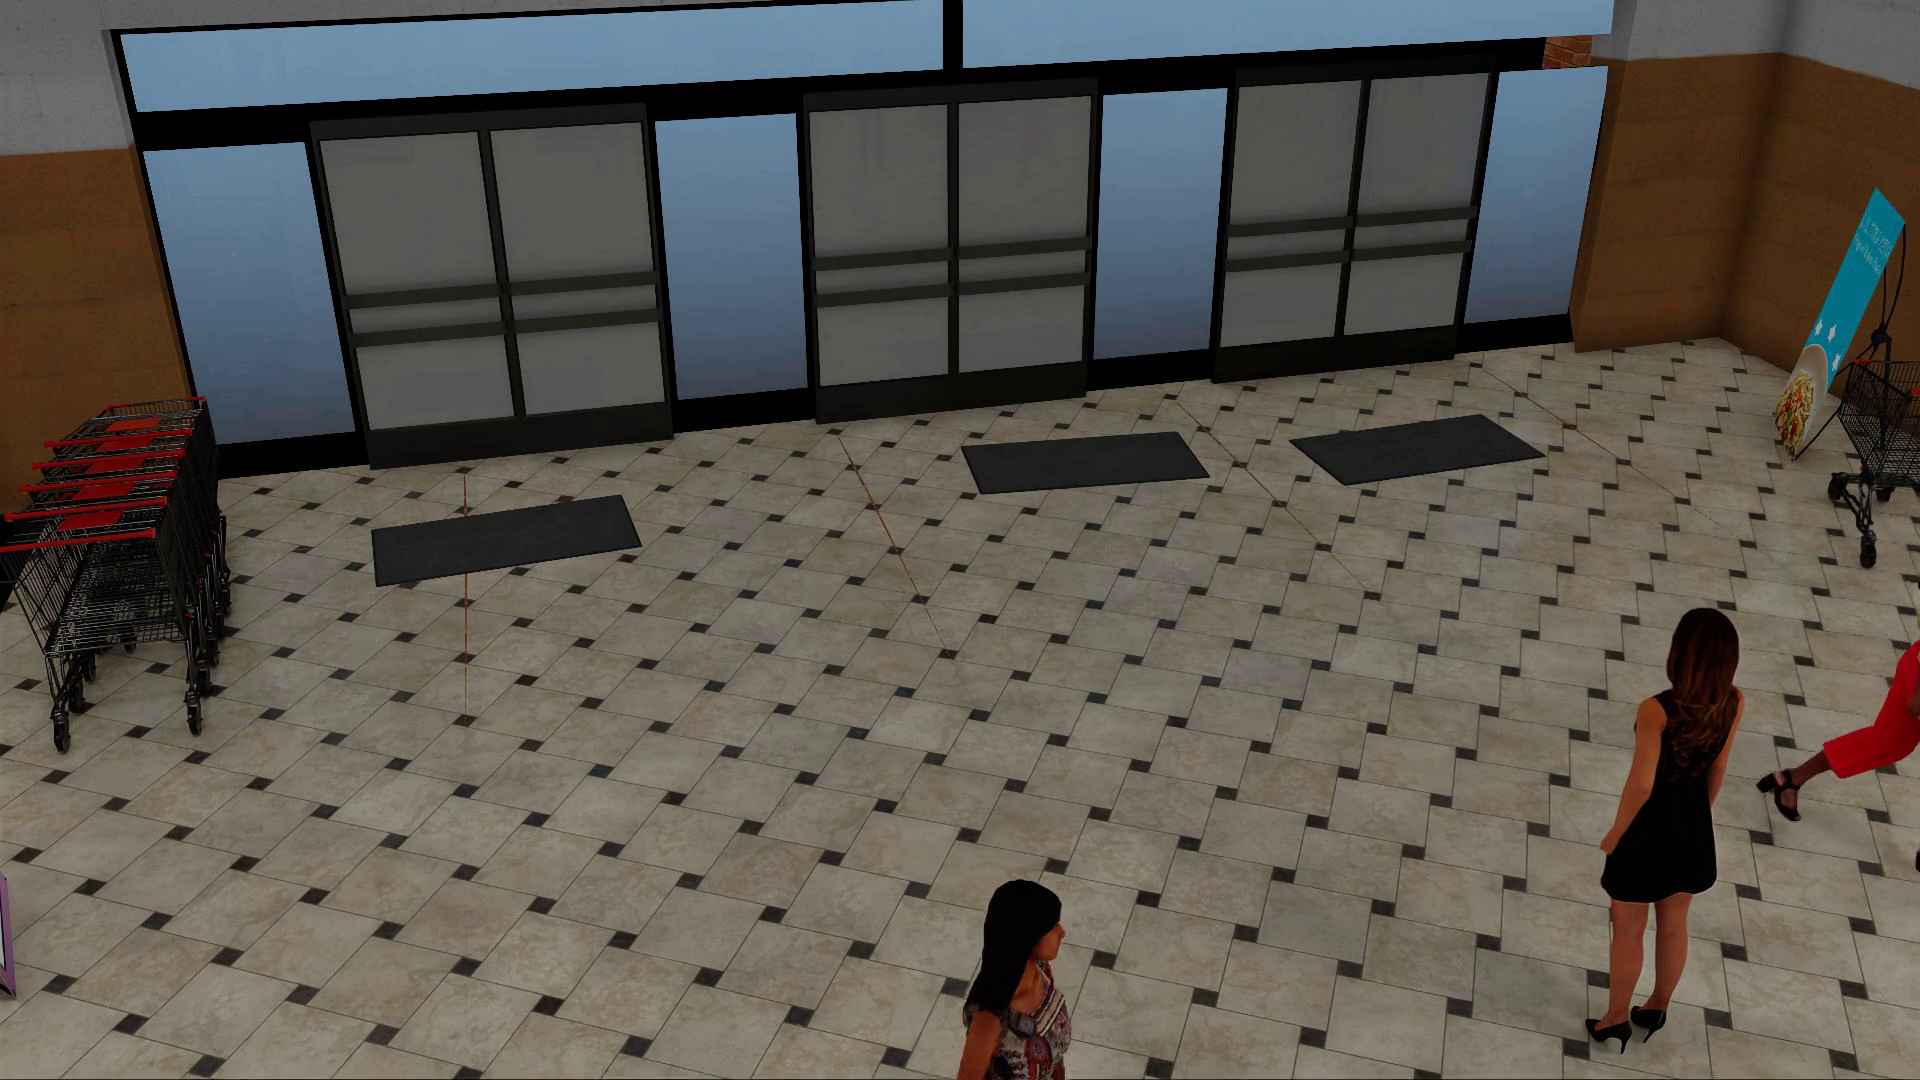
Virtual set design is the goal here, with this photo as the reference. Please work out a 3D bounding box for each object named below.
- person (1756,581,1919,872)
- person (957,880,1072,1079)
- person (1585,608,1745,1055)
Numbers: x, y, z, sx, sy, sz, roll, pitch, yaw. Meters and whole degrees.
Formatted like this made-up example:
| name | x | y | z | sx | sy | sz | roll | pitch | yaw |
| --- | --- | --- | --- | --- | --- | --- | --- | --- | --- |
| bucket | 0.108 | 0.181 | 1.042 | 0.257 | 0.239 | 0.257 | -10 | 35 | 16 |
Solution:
| name | x | y | z | sx | sy | sz | roll | pitch | yaw |
| --- | --- | --- | --- | --- | --- | --- | --- | --- | --- |
| person | 3.958 | 0.604 | 6.970 | 1.108 | 1.761 | 1.099 | 12 | 29 | 23 |
| person | 0.102 | 1.757 | 4.862 | 0.879 | 1.610 | 0.830 | 22 | 34 | 37 |
| person | 2.518 | 1.068 | 5.973 | 0.572 | 1.834 | 0.509 | -7 | 28 | -13 |
